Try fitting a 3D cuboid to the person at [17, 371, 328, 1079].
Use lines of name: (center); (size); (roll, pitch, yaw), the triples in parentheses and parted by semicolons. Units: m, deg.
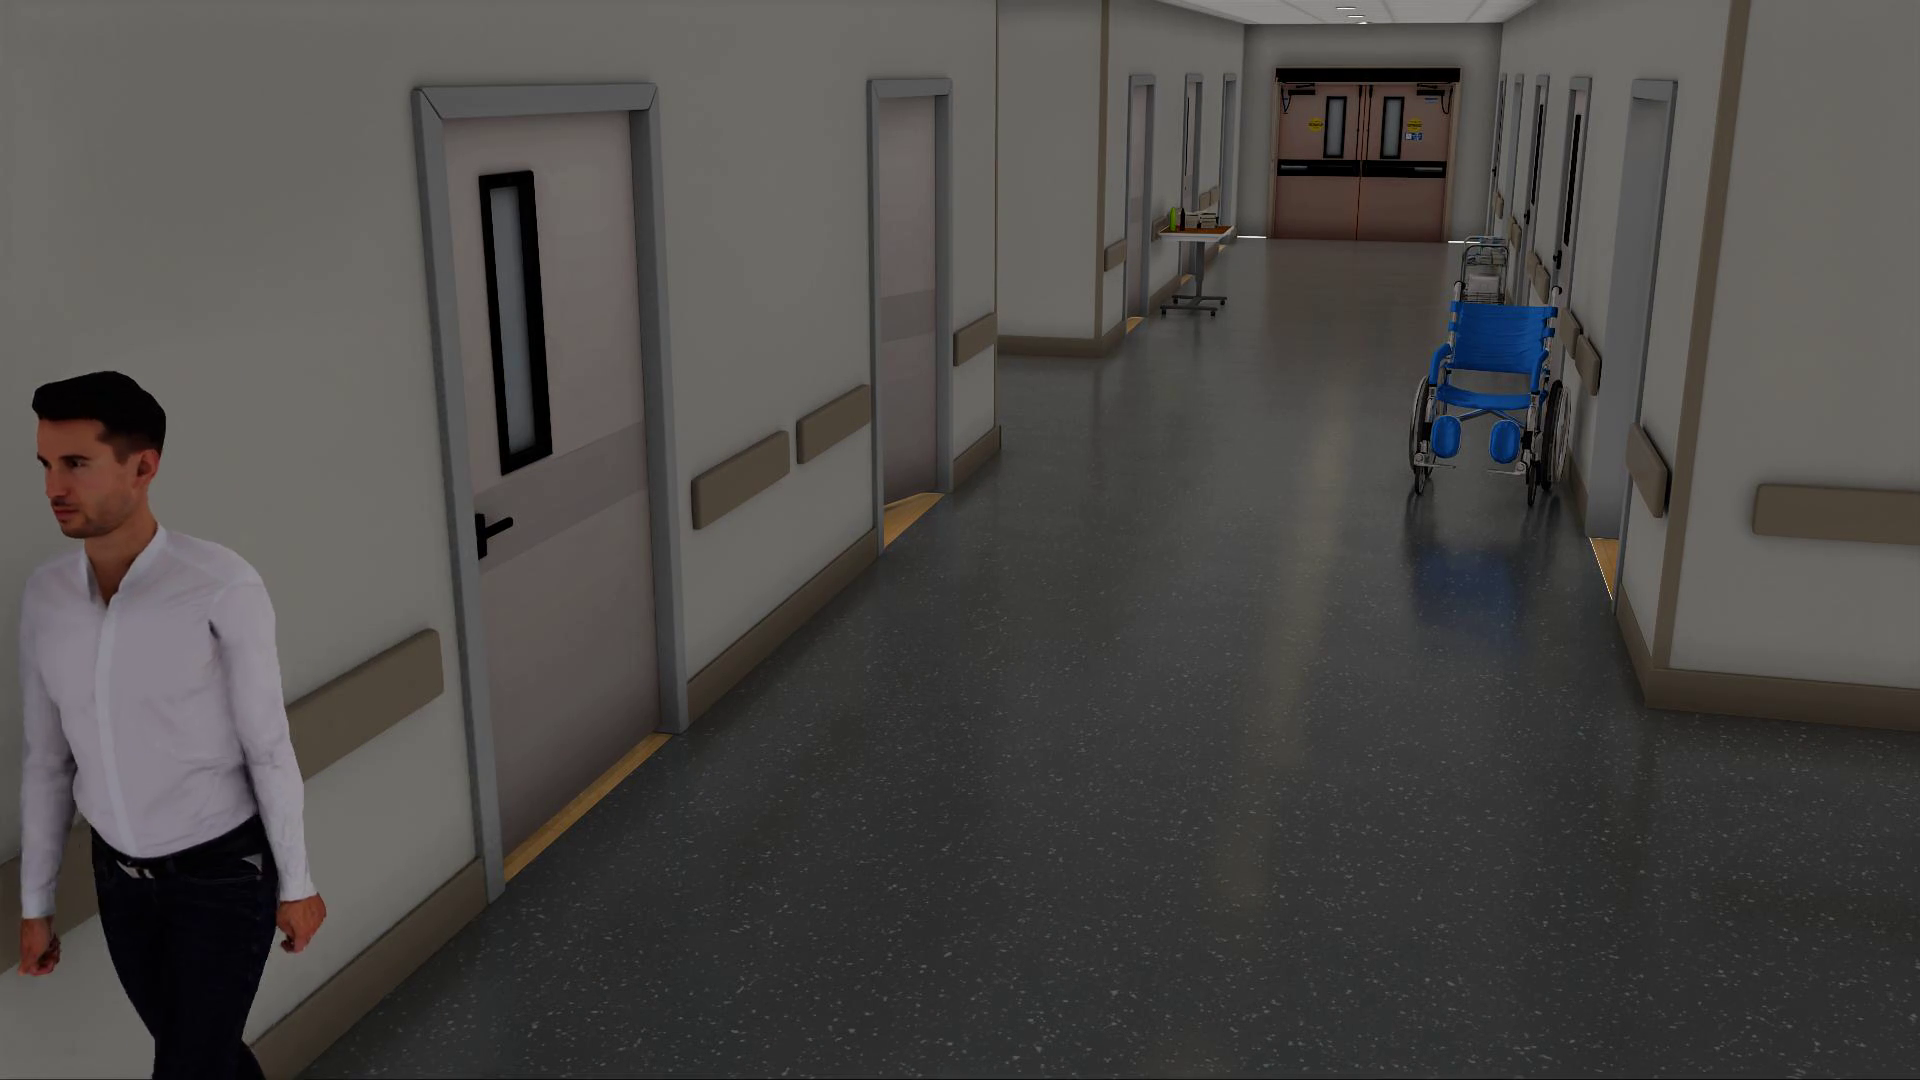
person: (-1.401, 0.588, 3.142); (0.632, 1.847, 0.820); (4, 16, 14)
